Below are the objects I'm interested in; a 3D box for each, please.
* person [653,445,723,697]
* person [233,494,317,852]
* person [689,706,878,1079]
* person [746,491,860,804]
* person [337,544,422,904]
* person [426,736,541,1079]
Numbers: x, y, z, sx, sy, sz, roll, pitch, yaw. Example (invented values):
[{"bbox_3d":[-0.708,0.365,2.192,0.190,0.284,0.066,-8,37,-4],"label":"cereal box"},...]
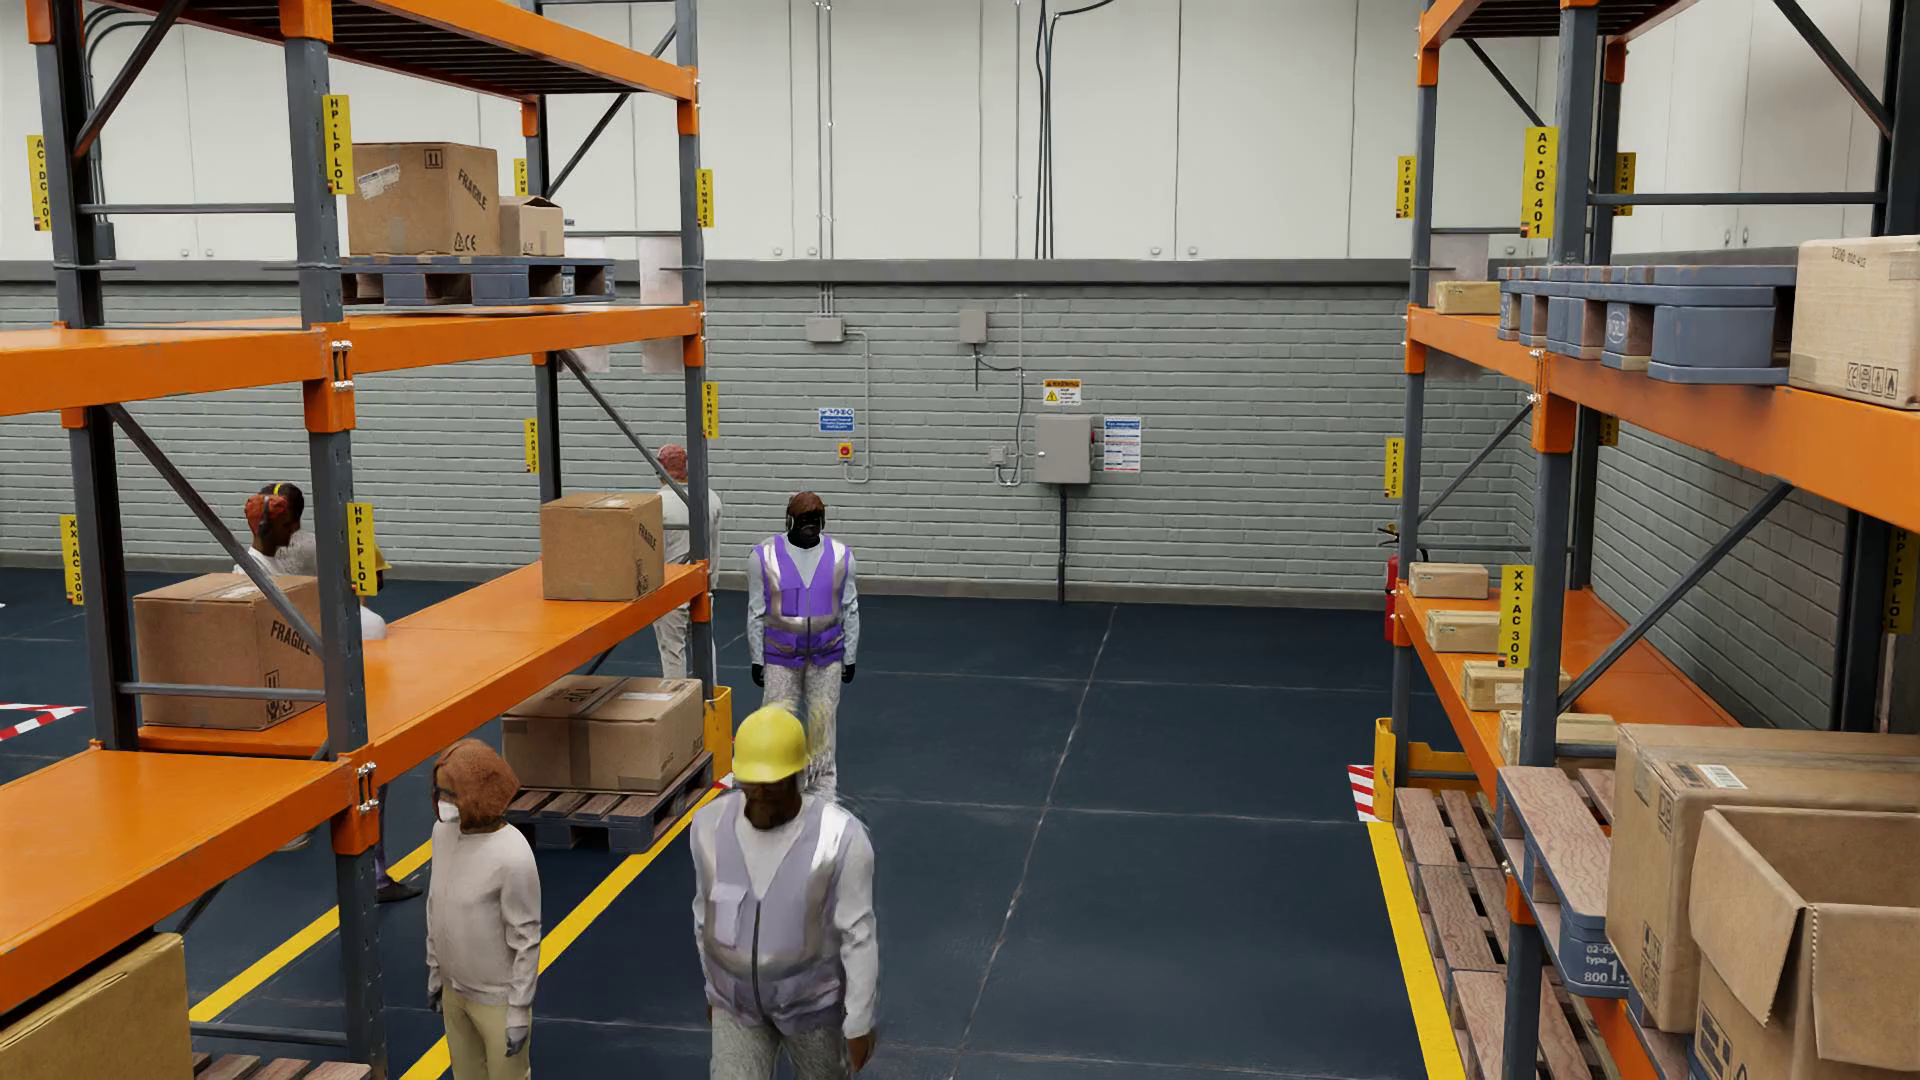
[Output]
[{"bbox_3d":[-1.862,0.320,10.960,0.406,1.901,0.639,7,12,38],"label":"person"},{"bbox_3d":[-3.629,0.693,8.745,0.354,1.878,0.597,-2,9,-12],"label":"person"},{"bbox_3d":[-0.519,1.339,5.055,0.596,1.788,0.938,2,9,10],"label":"person"},{"bbox_3d":[-0.860,0.640,9.201,0.628,1.838,0.429,-2,10,-15],"label":"person"},{"bbox_3d":[-2.868,0.862,8.020,0.525,1.769,0.327,9,13,43],"label":"person"},{"bbox_3d":[-1.472,1.401,5.115,0.497,1.632,0.289,7,12,38],"label":"person"}]
